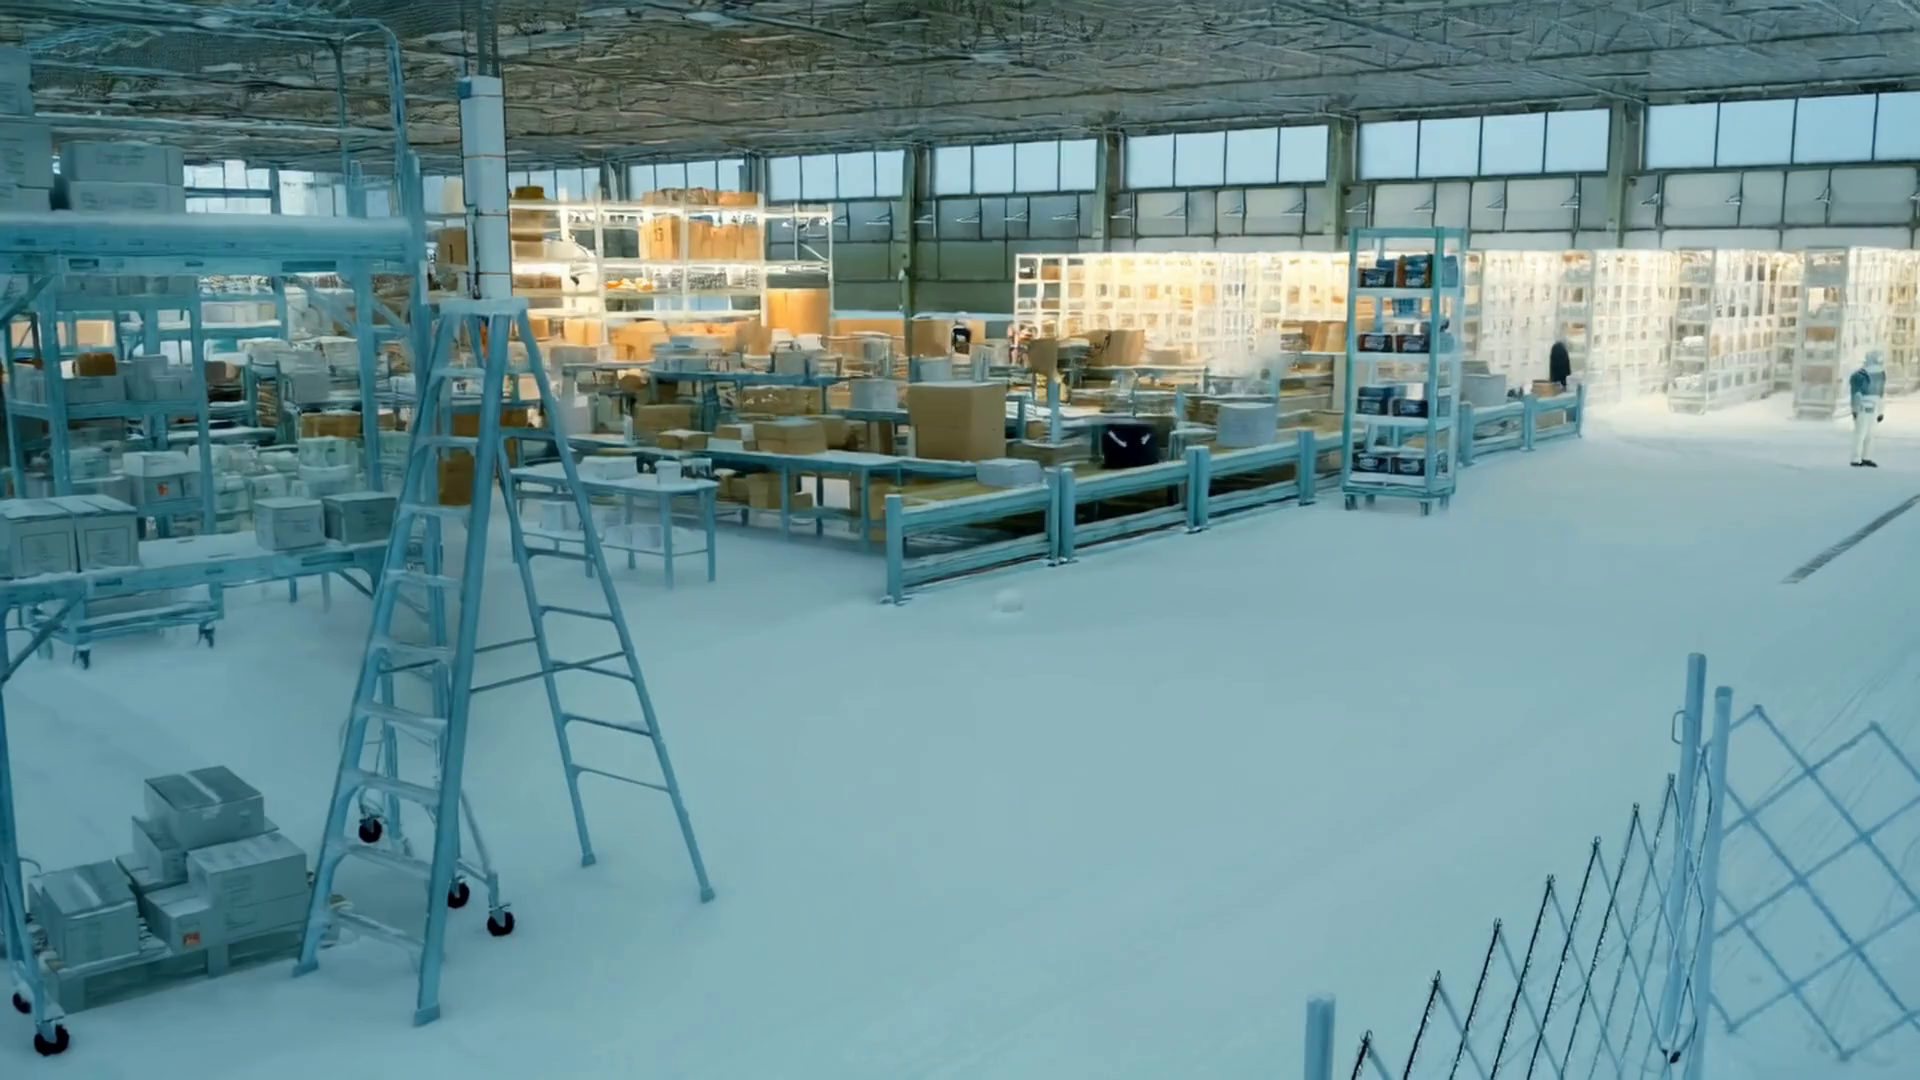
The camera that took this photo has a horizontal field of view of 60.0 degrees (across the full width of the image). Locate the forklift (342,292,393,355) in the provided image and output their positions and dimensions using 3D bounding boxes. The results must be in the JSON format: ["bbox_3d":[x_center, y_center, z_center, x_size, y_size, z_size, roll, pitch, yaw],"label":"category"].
[{"bbox_3d":[-16.485,-5.622,45.120,1.129,2.768,1.873,7,11,37],"label":"forklift"}]

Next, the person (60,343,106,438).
[{"bbox_3d":[-15.738,-2.629,29.813,0.595,1.805,0.818,7,12,38],"label":"person"}]

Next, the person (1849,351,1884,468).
[{"bbox_3d":[14.183,-2.030,25.978,0.586,1.827,0.404,-3,10,-20],"label":"person"}]

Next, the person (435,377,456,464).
[{"bbox_3d":[-8.299,-2.098,26.626,0.341,1.757,0.527,7,12,38],"label":"person"}]

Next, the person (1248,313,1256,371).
[{"bbox_3d":[9.149,-6.118,51.028,0.522,1.973,0.636,3,10,18],"label":"person"}]

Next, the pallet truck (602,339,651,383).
[{"bbox_3d":[-8.991,-4.871,45.351,0.653,1.274,1.630,7,11,37],"label":"pallet truck"}]

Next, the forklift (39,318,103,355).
[{"bbox_3d":[-32.720,-8.160,60.958,1.129,2.768,1.873,7,11,37],"label":"forklift"}]

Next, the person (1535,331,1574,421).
[{"bbox_3d":[12.294,-3.383,34.328,0.987,1.864,0.643,8,12,40],"label":"person"}]

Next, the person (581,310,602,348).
[{"bbox_3d":[-11.209,-6.021,50.611,0.624,1.925,0.389,-1,9,-5],"label":"person"}]

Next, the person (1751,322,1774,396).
[{"bbox_3d":[19.933,-4.501,41.351,0.387,1.841,0.565,-9,13,-43],"label":"person"}]

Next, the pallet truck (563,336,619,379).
[{"bbox_3d":[-10.690,-5.294,48.215,1.601,1.201,0.680,-5,10,-26],"label":"pallet truck"}]
